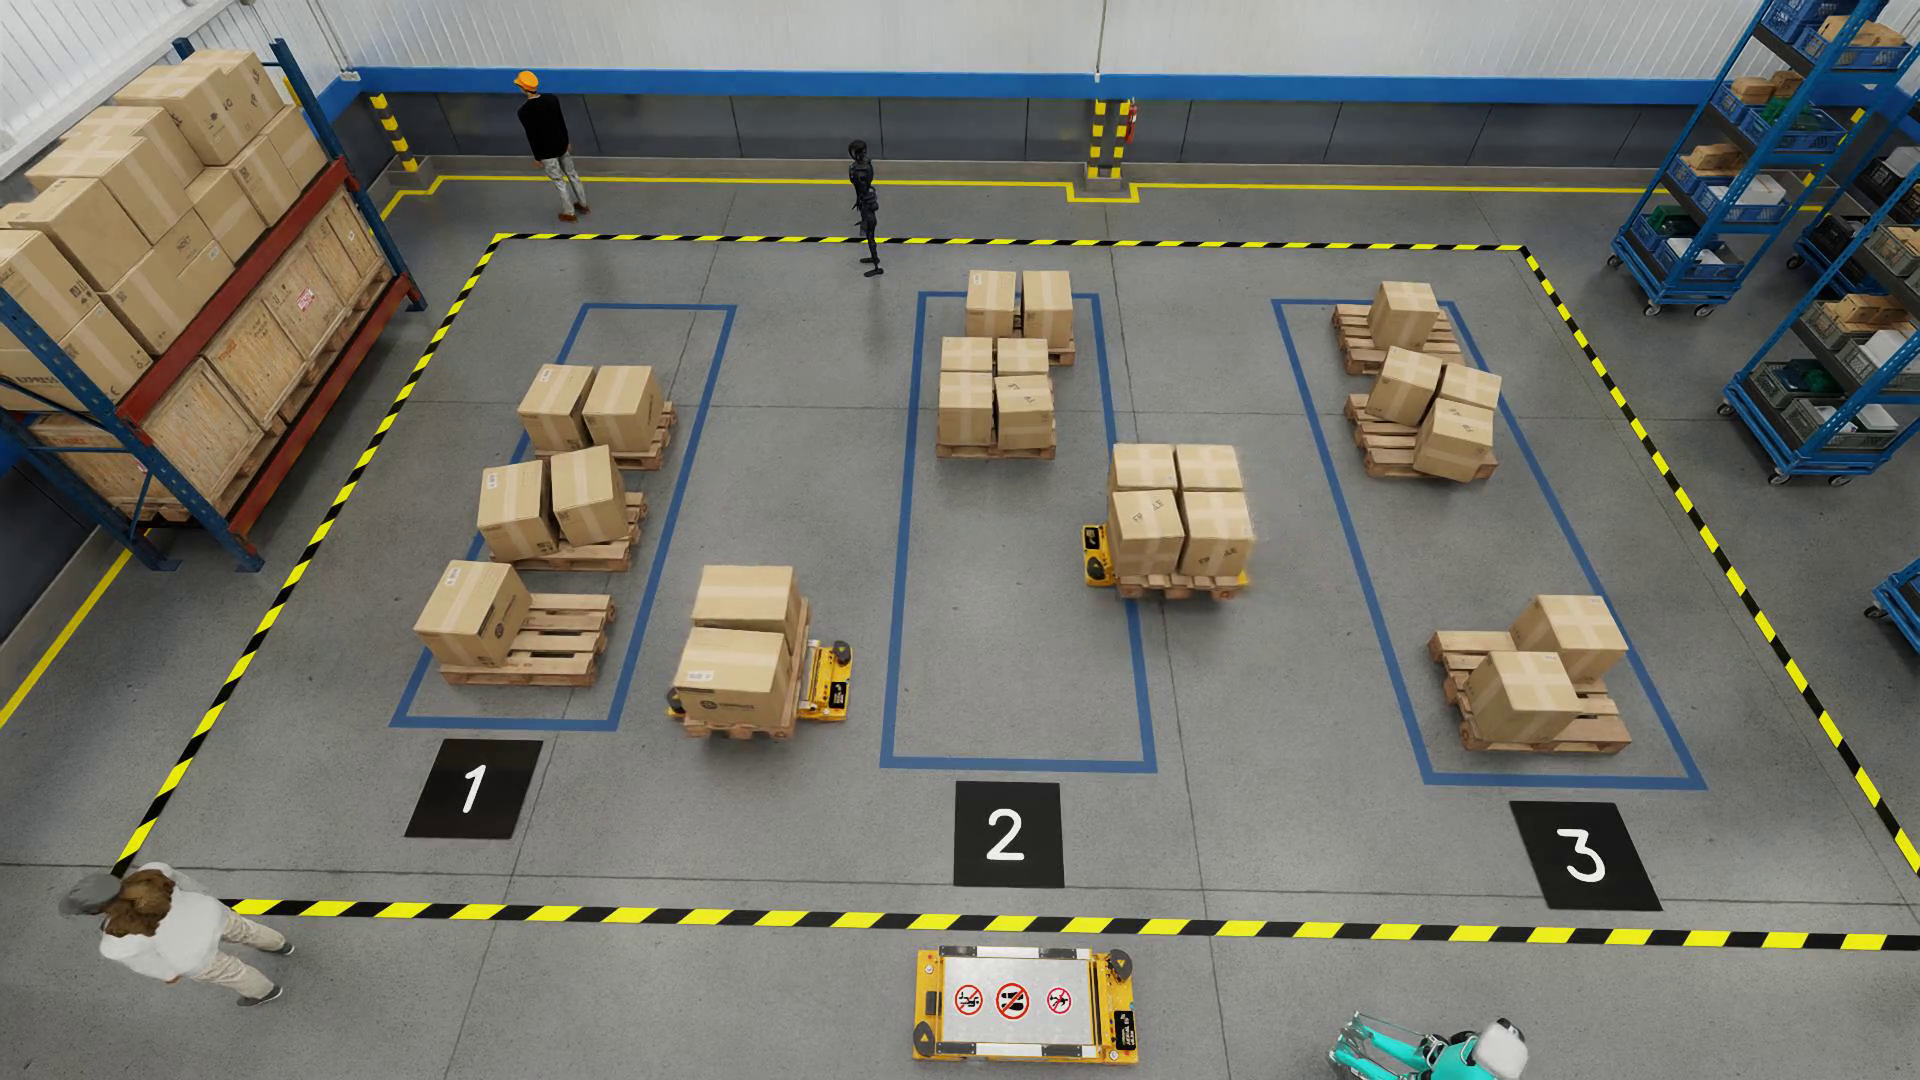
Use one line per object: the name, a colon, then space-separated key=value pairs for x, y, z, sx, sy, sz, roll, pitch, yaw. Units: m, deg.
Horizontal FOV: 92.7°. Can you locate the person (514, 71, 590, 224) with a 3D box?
person: x=-5.084 y=-4.873 z=11.417 sx=0.361 sy=1.884 sz=0.587 roll=24 pitch=55 yaw=18

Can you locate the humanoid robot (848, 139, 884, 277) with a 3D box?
humanoid robot: x=-1.114 y=-3.882 z=10.734 sx=0.315 sy=1.654 sz=0.599 roll=-7 pitch=51 yaw=-6

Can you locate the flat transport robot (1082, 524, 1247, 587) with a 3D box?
flat transport robot: x=1.857 y=0.109 z=8.379 sx=1.431 sy=0.197 sz=0.652 roll=1 pitch=51 yaw=1

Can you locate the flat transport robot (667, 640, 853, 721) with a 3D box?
flat transport robot: x=-1.628 y=1.138 z=7.540 sx=1.431 sy=0.197 sz=0.652 roll=1 pitch=51 yaw=1

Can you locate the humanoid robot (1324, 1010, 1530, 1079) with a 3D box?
humanoid robot: x=2.452 y=2.858 z=5.124 sx=0.533 sy=1.673 sz=0.735 roll=-37 pitch=60 yaw=-26

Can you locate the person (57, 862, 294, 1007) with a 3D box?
person: x=-4.672 y=2.395 z=5.564 sx=0.395 sy=1.769 sz=0.564 roll=-5 pitch=51 yaw=-4

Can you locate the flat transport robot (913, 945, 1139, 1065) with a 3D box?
flat transport robot: x=0.422 y=3.041 z=6.007 sx=1.431 sy=0.231 sz=0.659 roll=1 pitch=51 yaw=1
